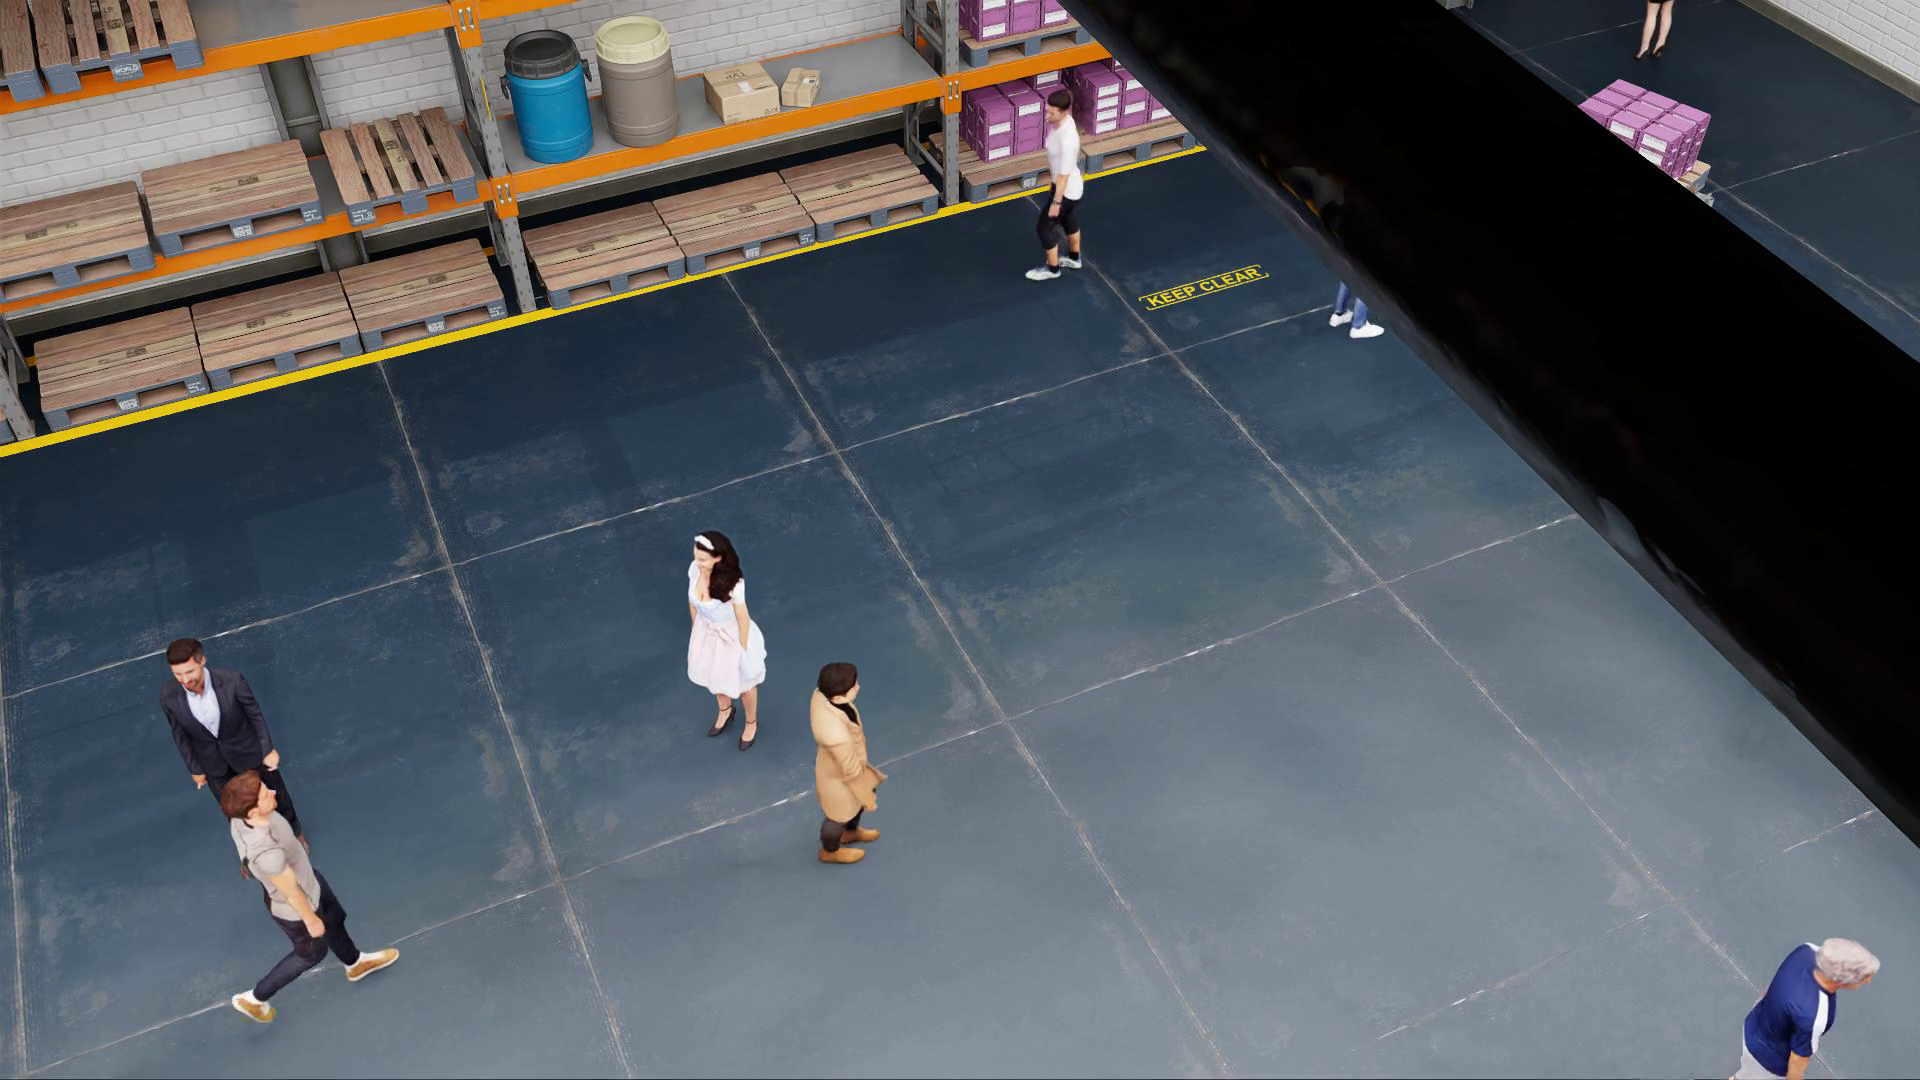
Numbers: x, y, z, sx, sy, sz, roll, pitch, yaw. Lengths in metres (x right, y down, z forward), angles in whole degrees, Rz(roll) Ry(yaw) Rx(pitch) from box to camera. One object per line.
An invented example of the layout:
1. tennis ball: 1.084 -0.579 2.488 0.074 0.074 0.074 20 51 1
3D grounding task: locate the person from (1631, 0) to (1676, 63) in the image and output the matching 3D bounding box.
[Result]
1. person: 7.257 -5.703 16.961 0.480 1.696 0.673 -22 48 -22

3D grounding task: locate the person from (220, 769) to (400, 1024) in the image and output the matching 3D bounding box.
1. person: -3.611 1.926 8.823 1.092 1.875 0.667 -21 47 -20

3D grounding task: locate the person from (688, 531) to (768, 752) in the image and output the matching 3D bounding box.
1. person: -1.454 0.621 10.235 0.843 1.817 0.887 25 49 24

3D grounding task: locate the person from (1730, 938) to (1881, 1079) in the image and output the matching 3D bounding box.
1. person: 3.974 2.480 8.284 0.812 1.817 0.764 10 45 11

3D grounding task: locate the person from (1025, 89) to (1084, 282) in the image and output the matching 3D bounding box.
1. person: 0.921 -2.967 13.996 0.877 1.824 0.815 5 44 6

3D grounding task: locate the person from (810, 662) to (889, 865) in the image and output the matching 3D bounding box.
1. person: -0.763 1.328 9.568 0.782 1.714 0.748 -5 44 -5

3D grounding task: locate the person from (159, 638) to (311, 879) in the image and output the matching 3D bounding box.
1. person: -4.187 1.228 9.561 0.538 1.868 0.705 -14 45 -15
